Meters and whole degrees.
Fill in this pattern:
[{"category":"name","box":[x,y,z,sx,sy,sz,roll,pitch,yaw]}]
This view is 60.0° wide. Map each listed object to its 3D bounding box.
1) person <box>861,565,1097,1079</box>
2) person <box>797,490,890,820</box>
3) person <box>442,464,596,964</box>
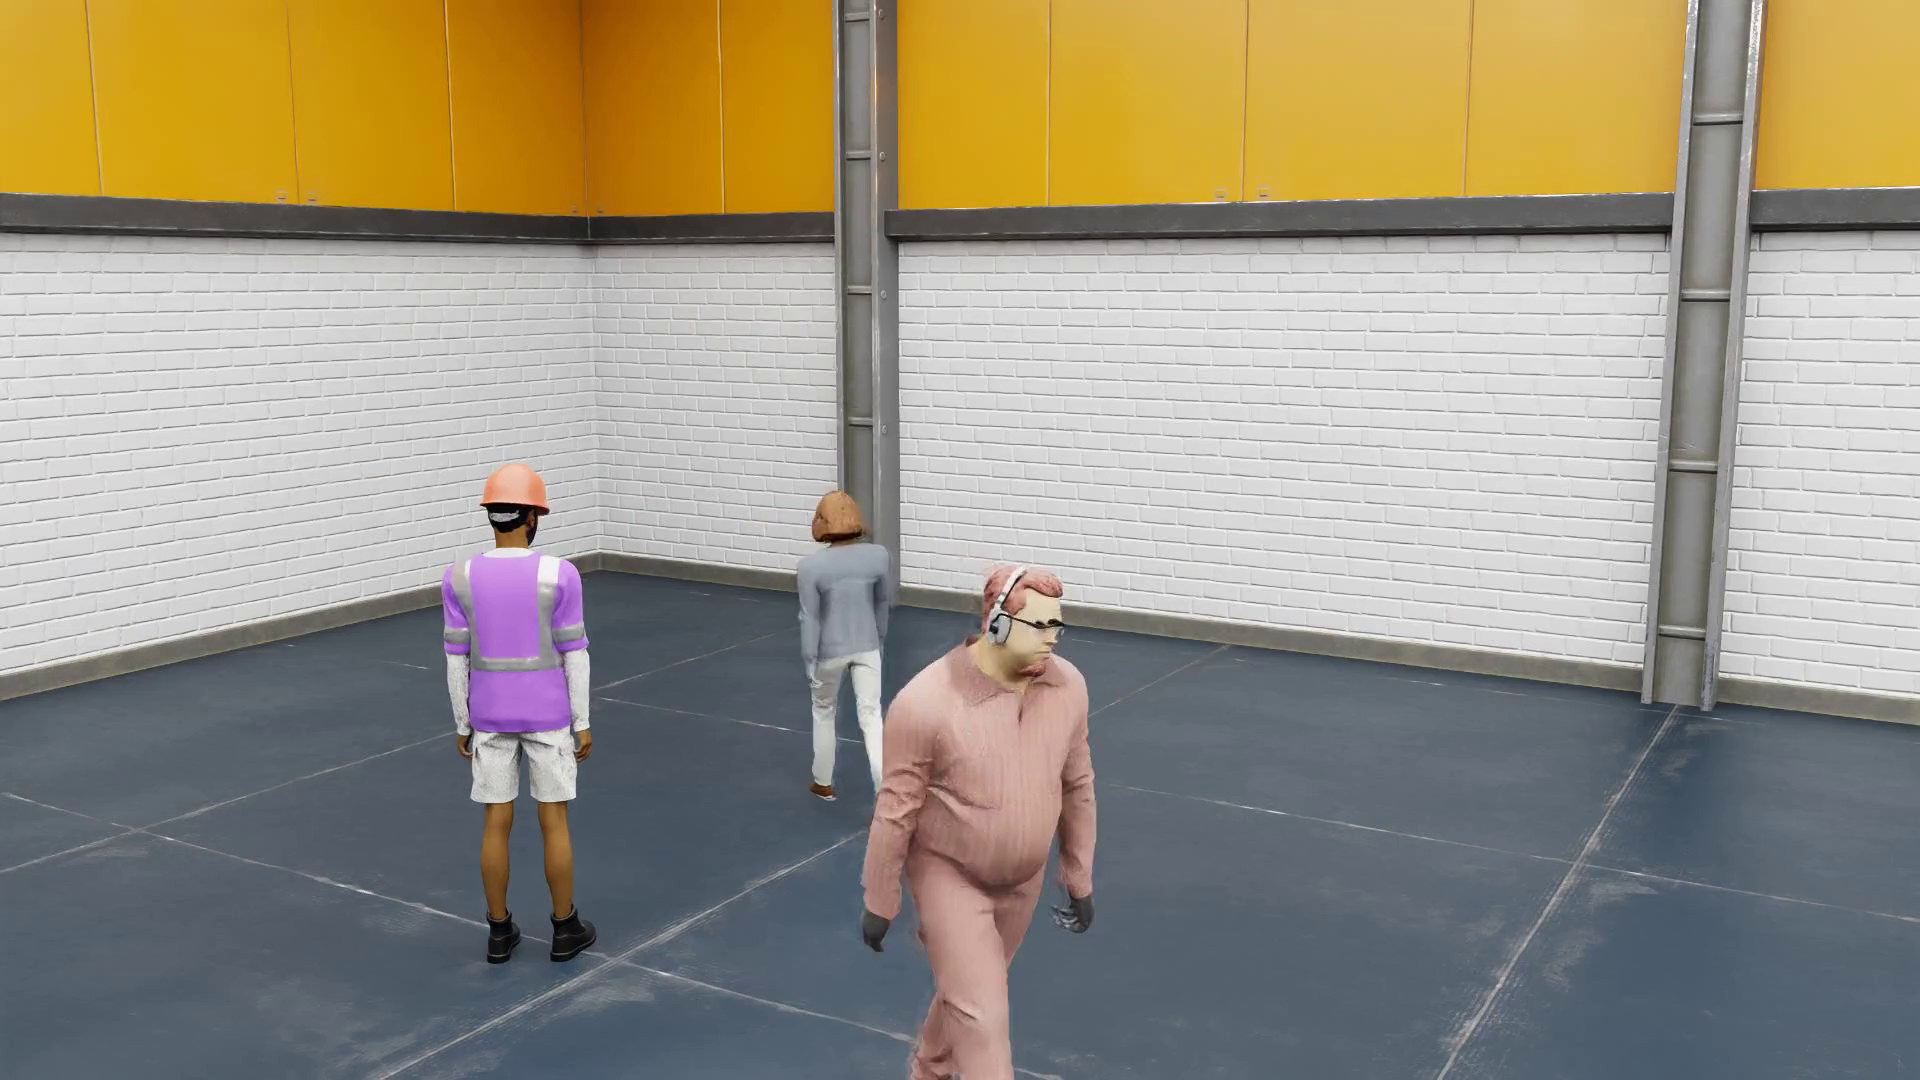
[{"category":"person","box":[0.072,0.978,4.736,0.679,1.854,1.020,-7,11,-37]},{"category":"person","box":[-0.543,0.557,8.124,0.493,1.604,0.806,-3,10,-21]},{"category":"person","box":[-1.680,0.670,6.392,0.542,1.927,0.374,0,9,1]}]
